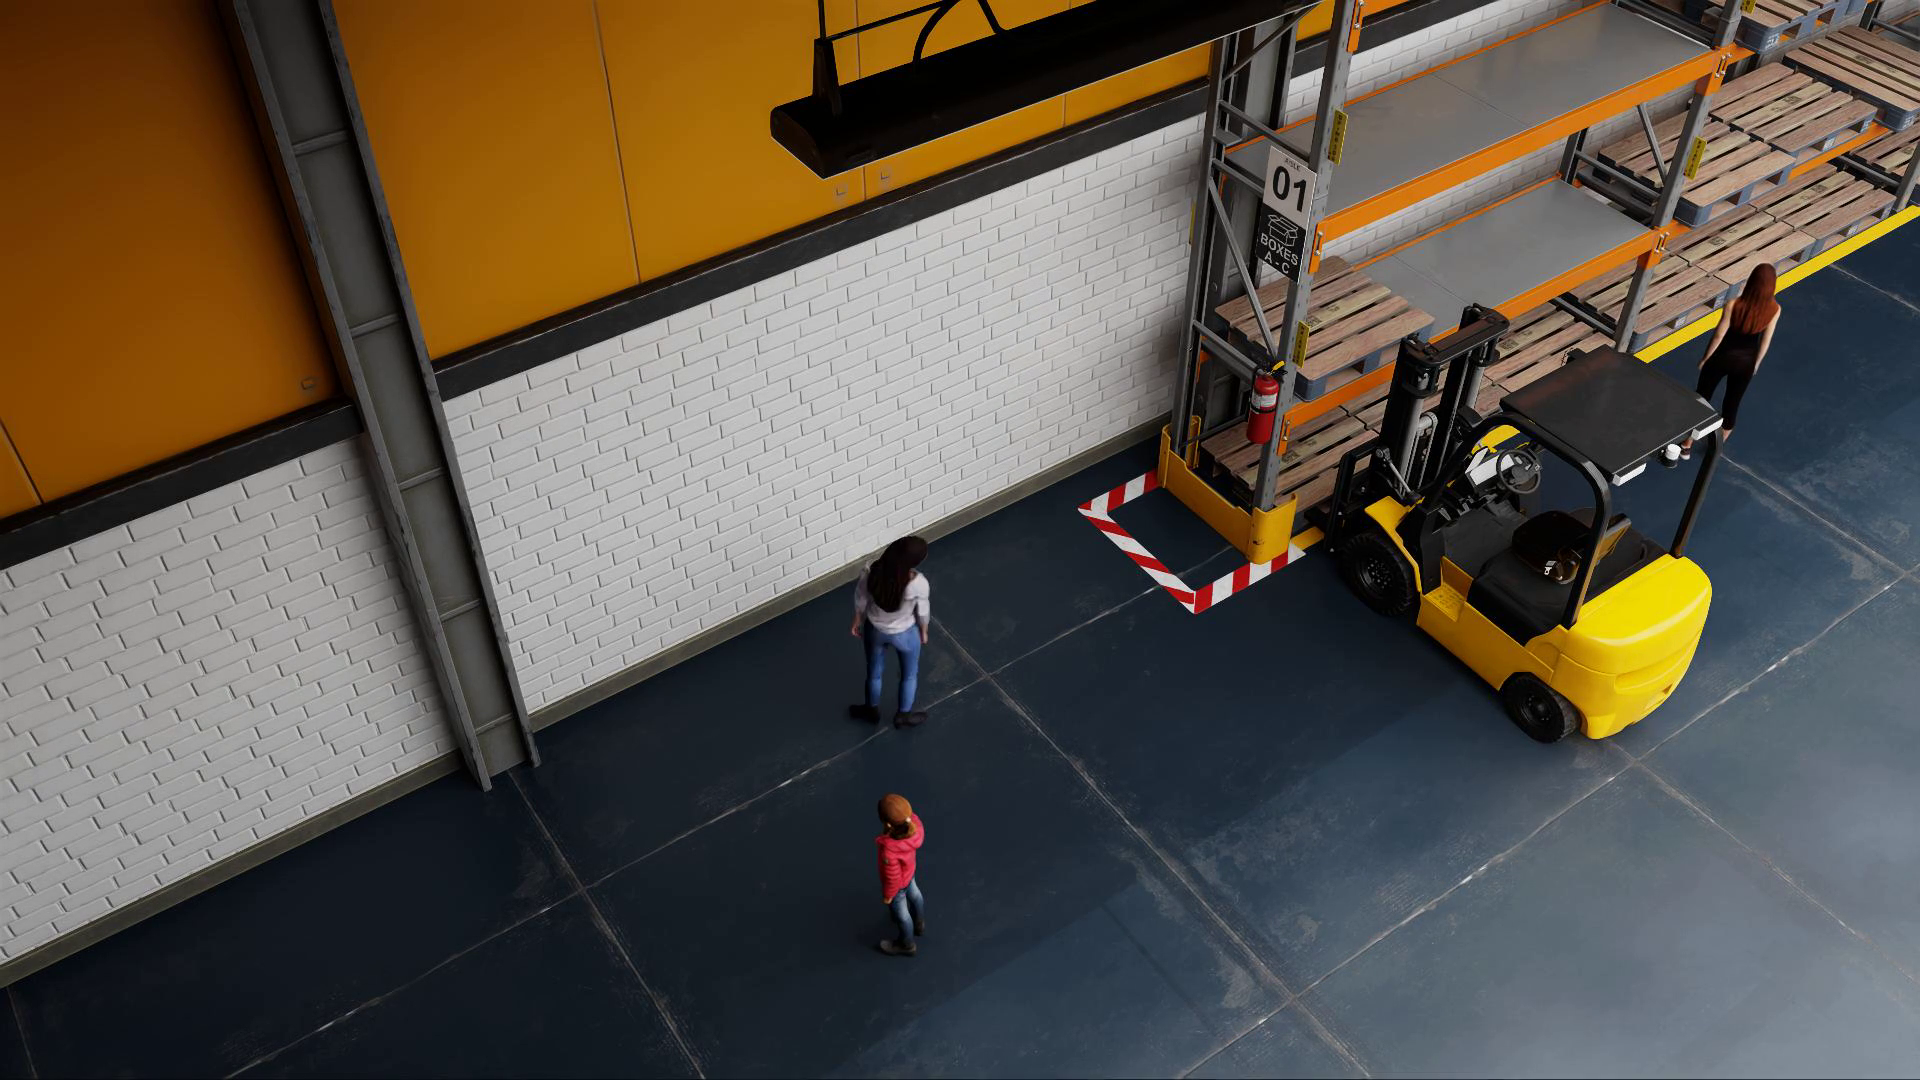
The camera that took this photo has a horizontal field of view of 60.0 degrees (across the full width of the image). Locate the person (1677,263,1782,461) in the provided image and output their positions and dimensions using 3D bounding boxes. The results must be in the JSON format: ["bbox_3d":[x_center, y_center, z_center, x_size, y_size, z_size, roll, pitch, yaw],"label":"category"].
[{"bbox_3d":[5.723,-1.315,12.349,0.645,1.726,0.703,7,44,8],"label":"person"}]

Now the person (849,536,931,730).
[{"bbox_3d":[-0.488,0.592,10.433,0.752,1.609,0.786,1,44,1],"label":"person"}]

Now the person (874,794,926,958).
[{"bbox_3d":[-0.327,1.869,9.304,0.652,1.317,0.566,14,45,14],"label":"person"}]
